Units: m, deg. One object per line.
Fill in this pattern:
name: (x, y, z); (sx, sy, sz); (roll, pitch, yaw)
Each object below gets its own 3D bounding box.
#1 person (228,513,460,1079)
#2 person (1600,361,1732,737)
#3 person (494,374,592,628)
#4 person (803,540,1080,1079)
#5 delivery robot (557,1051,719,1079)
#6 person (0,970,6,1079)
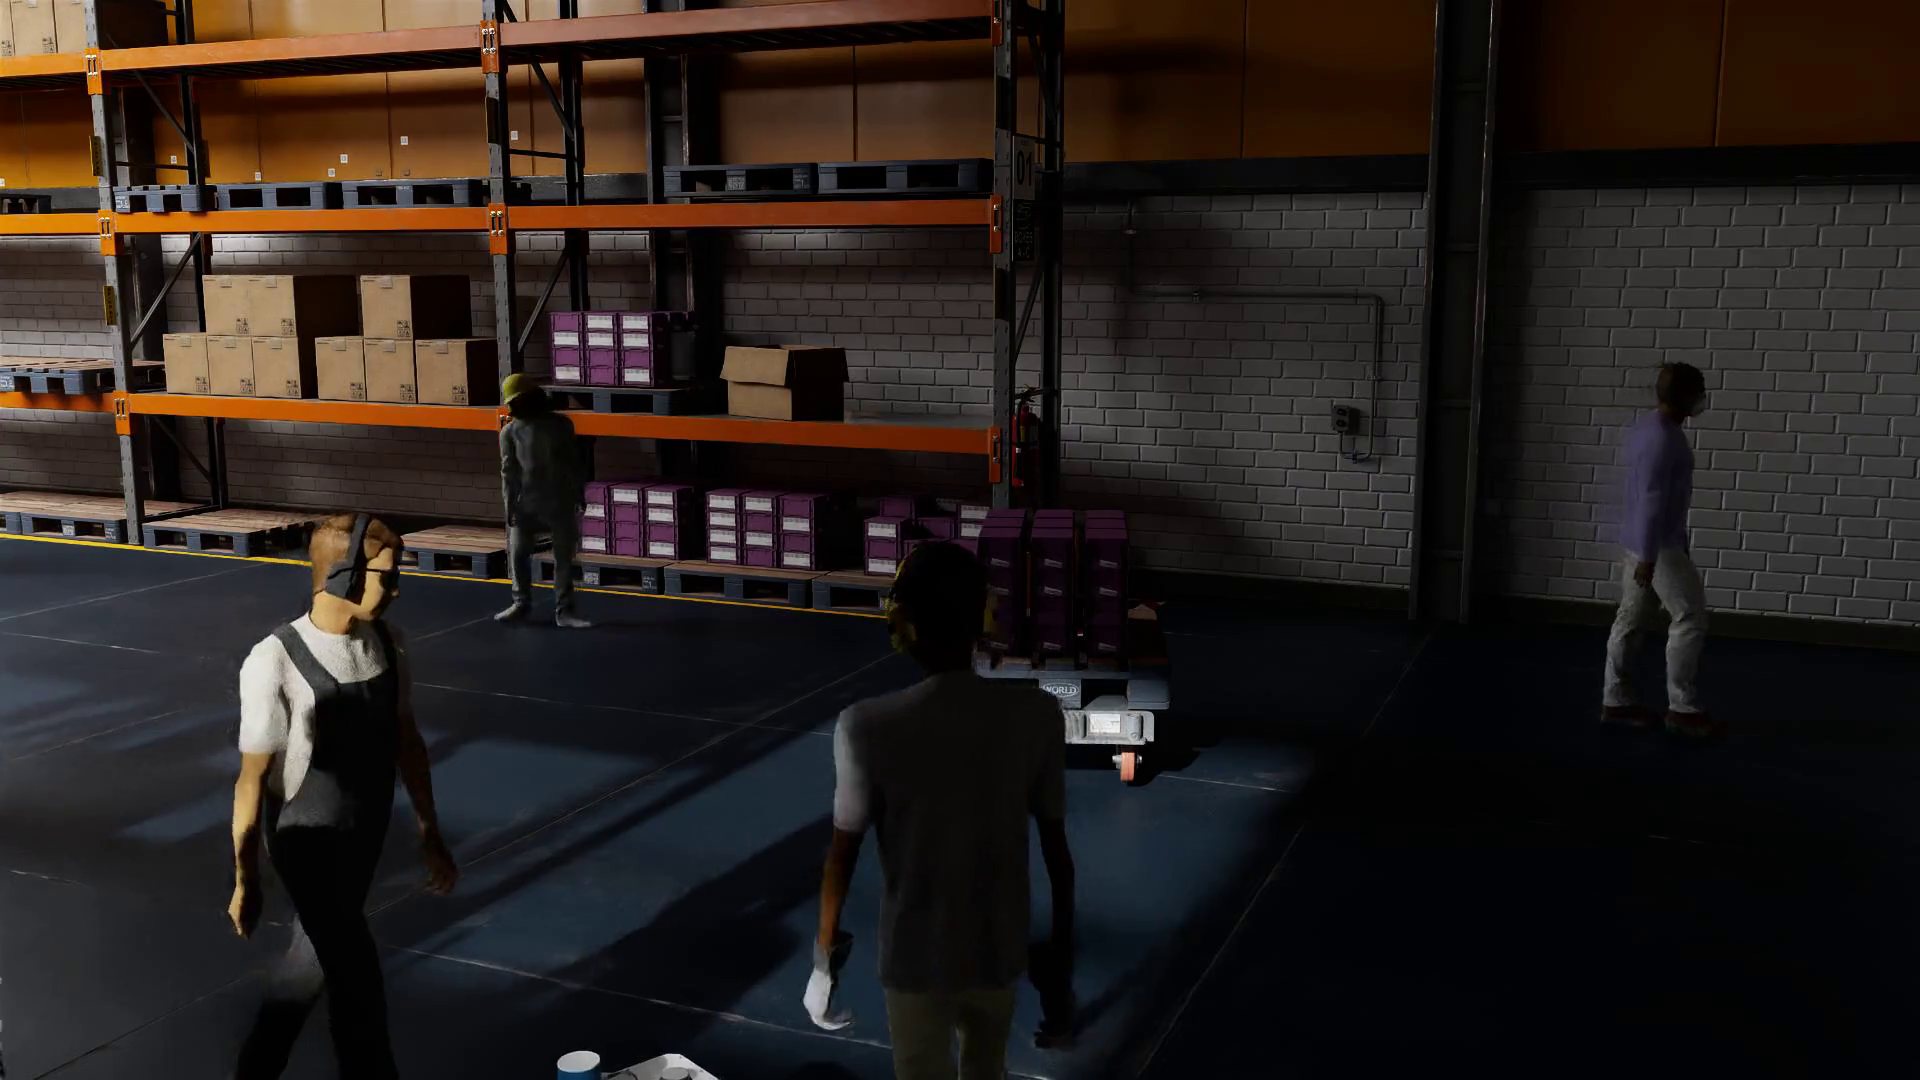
person: (-1.682, 0.813, 4.414); (0.957, 1.784, 0.529); (3, 10, 20)
person: (3.712, 0.051, 8.529); (0.772, 1.913, 0.662); (3, 10, 20)
person: (-2.786, -0.250, 10.994); (0.648, 1.700, 0.392); (-2, 10, -14)
person: (-0.037, 0.919, 3.547); (0.547, 1.845, 0.490); (-4, 10, -20)
delivery robot: (-0.891, 1.453, 3.930); (0.707, 0.478, 0.477); (-8, 13, -41)
person: (-1.999, 0.971, 3.097); (0.664, 1.892, 0.714); (5, 11, 27)
